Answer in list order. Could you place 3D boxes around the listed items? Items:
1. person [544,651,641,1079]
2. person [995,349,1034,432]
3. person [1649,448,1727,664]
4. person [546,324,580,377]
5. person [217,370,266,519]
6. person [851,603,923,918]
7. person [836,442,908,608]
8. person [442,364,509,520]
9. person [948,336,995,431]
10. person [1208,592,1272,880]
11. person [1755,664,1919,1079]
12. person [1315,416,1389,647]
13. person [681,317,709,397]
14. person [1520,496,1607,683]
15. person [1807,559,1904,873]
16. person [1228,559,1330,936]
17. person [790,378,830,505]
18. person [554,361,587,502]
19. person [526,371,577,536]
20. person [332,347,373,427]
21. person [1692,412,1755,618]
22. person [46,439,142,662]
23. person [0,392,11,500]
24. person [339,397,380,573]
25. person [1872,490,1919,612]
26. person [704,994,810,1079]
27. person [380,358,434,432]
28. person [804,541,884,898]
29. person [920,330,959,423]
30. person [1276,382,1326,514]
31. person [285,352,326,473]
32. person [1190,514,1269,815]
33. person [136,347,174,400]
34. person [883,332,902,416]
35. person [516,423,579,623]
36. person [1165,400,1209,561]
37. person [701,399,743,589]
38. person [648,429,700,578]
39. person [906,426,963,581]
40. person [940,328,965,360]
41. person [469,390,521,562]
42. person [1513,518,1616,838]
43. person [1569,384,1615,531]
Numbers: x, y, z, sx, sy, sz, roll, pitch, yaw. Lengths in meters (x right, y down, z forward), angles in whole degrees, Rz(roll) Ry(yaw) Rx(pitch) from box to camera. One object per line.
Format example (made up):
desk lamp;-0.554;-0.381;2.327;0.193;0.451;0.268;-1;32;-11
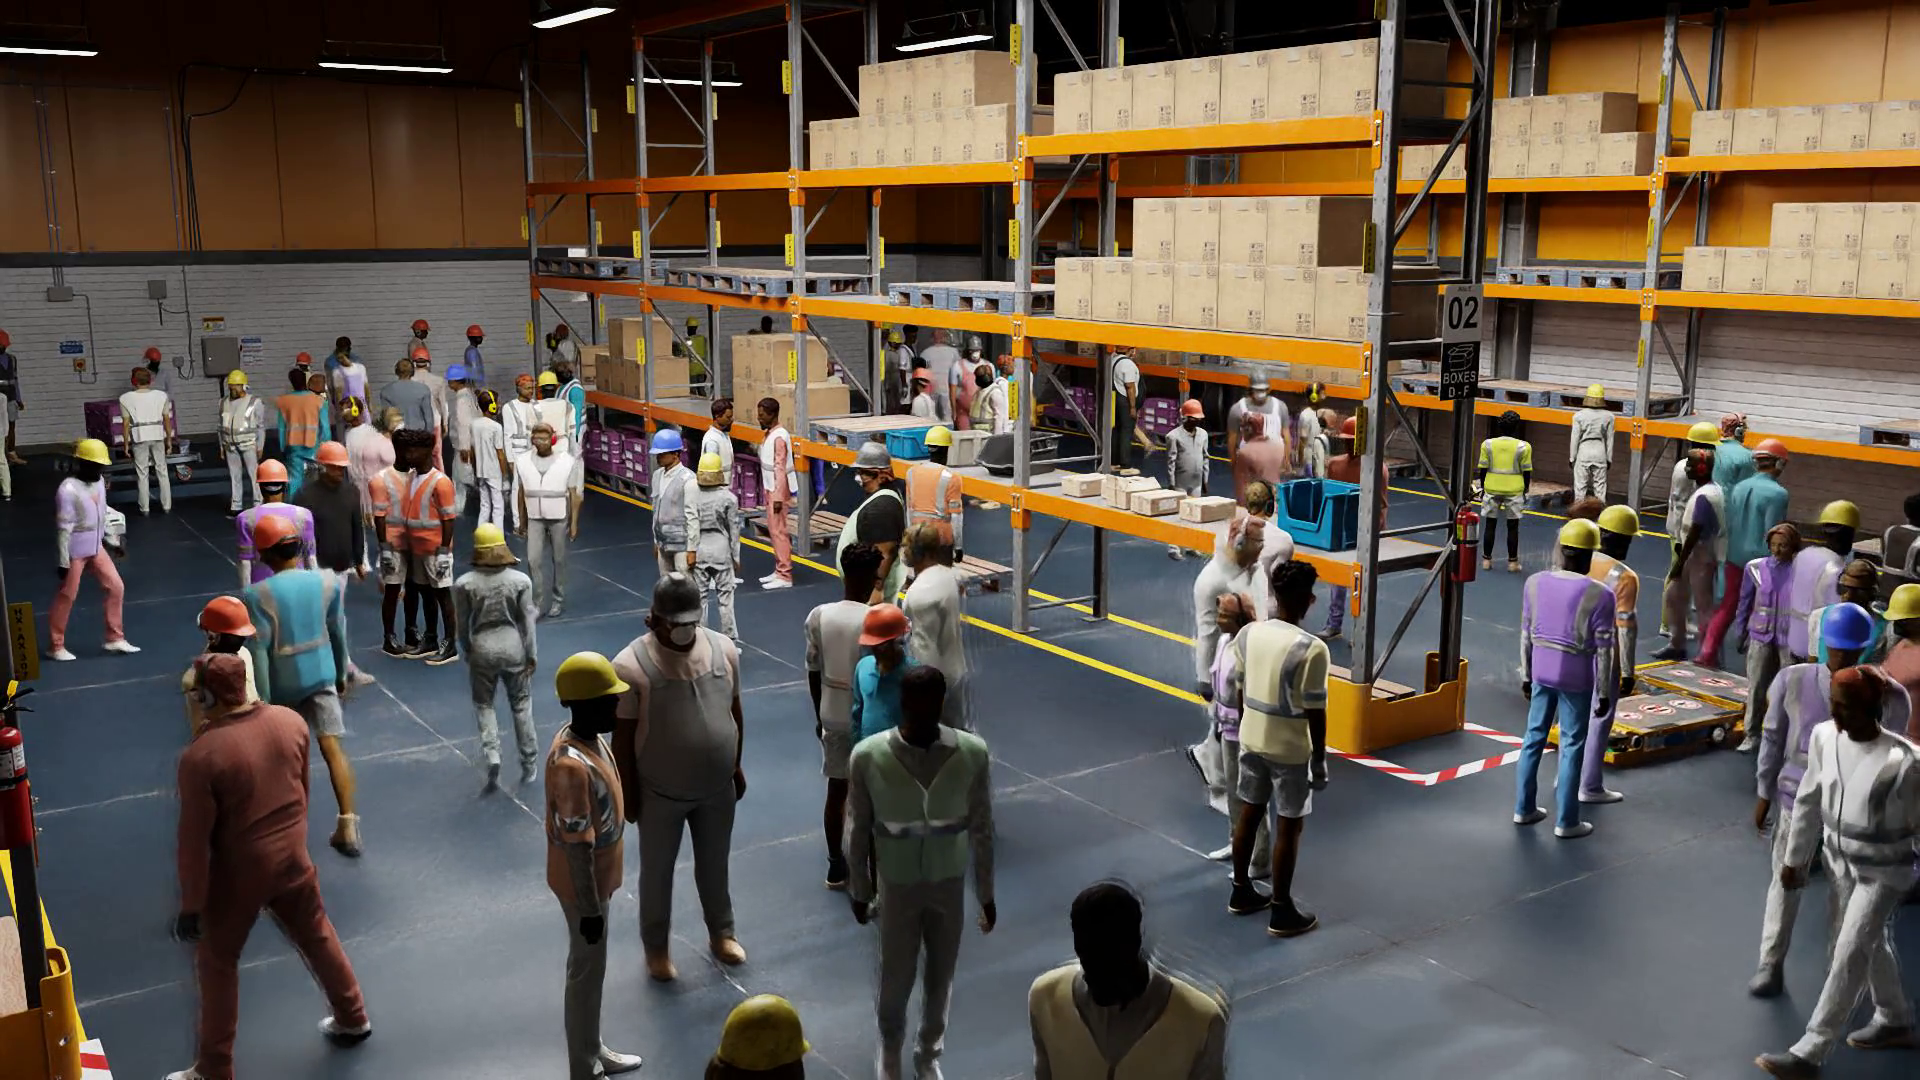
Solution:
person;-1.534;1.405;6.947;0.364;1.930;0.588;-2;11;-9
person;0.768;-1.790;23.512;0.564;1.847;0.395;5;12;24
person;5.960;0.154;13.620;0.691;1.817;0.571;5;12;22
person;-6.806;-2.775;28.542;0.702;1.866;0.632;10;15;41
person;-8.783;-1.161;20.317;0.589;1.837;0.404;1;11;4
person;-0.361;1.172;8.629;0.569;1.740;0.354;10;15;41
person;-0.658;0.274;12.449;0.536;2.000;0.676;0;11;1
person;-5.947;-1.178;20.196;0.750;1.924;0.613;-3;11;-14
person;0.200;-1.859;23.364;0.696;2.000;0.536;-4;12;-19
person;1.573;1.091;9.349;0.330;1.624;0.517;-2;11;-12
person;3.851;1.421;7.155;1.001;1.819;0.622;-3;11;-15
person;3.381;-0.074;14.350;0.376;1.995;0.612;-11;15;-44
person;-4.688;-2.968;29.335;0.366;1.927;0.585;9;14;39
person;4.598;0.454;12.613;0.561;1.607;0.428;-11;15;-43
person;4.928;1.001;9.252;0.343;1.839;0.504;-9;14;-39
person;1.668;1.060;8.655;0.392;1.955;0.606;-7;13;-32
person;-1.943;-1.449;21.265;0.674;2.000;0.535;-3;12;-16
person;-5.079;-1.410;21.627;0.429;1.831;0.631;-7;13;-31
person;-4.737;-0.995;19.283;0.593;1.911;0.399;-8;13;-35
person;-8.880;-1.947;24.462;0.386;1.796;0.614;10;15;42
person;7.091;-0.233;15.388;0.405;1.906;0.653;-5;12;-22
person;-7.278;0.085;13.883;0.858;1.853;0.600;1;11;6
person;-12.580;-1.355;21.513;0.318;1.755;0.565;6;12;26
person;-6.203;-0.579;17.369;0.595;1.826;0.644;6;13;29
person;7.056;0.456;12.438;0.346;1.686;0.534;-2;11;-11
person;-0.527;2.012;4.355;0.490;1.730;0.324;6;13;29
person;-6.875;-1.298;20.755;0.627;1.941;0.374;-1;11;-6
person;-0.549;0.974;9.075;0.600;1.959;0.384;7;13;31
person;-0.326;-2.435;26.809;0.665;1.872;0.673;0;11;-2
person;3.942;-0.906;19.030;0.890;1.840;0.516;4;12;21
person;-9.368;-1.823;23.907;0.563;1.755;0.322;0;11;2
person;1.668;0.761;10.361;0.499;1.884;0.677;11;15;43
person;-12.243;-2.070;25.235;0.657;1.731;0.572;7;13;31
person;-1.116;-2.633;28.077;0.337;1.761;0.535;5;12;24
person;-3.785;-0.152;15.170;0.602;1.819;0.736;0;11;1
person;2.464;-0.643;17.903;0.567;1.744;0.350;-7;13;-32
person;-2.403;-0.454;16.529;0.398;1.909;0.599;0;11;1
person;-2.396;0.029;13.973;0.414;1.939;0.605;-11;15;-43
person;-0.207;-0.025;14.314;0.585;1.917;0.409;8;14;36
person;-0.116;-3.565;32.336;0.614;1.945;0.406;-10;15;-43
person;-4.967;-0.659;17.665;0.530;1.871;0.323;7;13;32
person;3.641;0.819;9.989;0.408;1.918;0.587;-9;14;-38
person;7.416;-0.967;19.563;0.493;1.743;0.312;1;11;7
